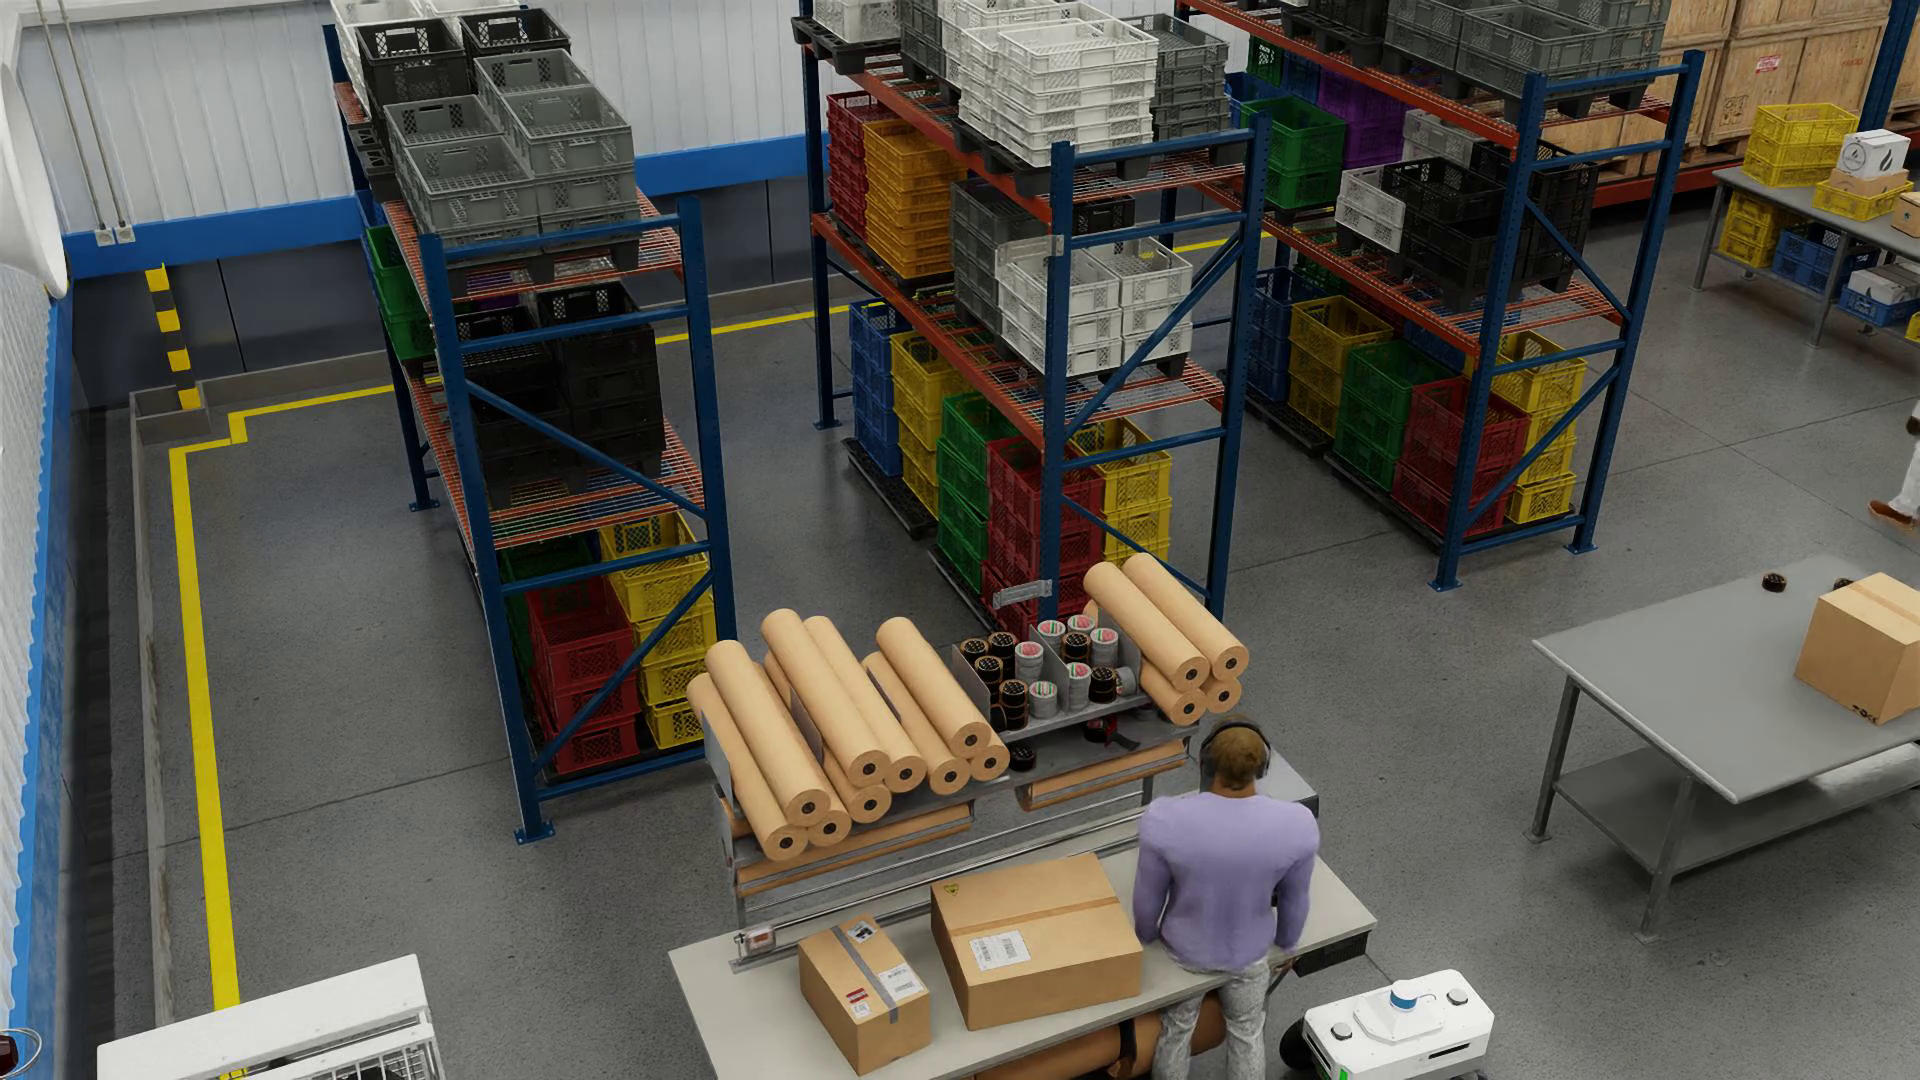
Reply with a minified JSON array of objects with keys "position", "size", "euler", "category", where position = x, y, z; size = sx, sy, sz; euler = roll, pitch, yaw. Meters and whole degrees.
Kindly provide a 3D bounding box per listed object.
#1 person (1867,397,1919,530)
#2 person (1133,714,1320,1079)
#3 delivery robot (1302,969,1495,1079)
[{"position":[5.872,-0.763,9.684],"size":[0.588,1.858,0.842],"euler":[-13,34,-21],"category":"person"},{"position":[0.930,1.448,6.029],"size":[0.627,1.930,0.372],"euler":[1,32,2],"category":"person"},{"position":[1.701,1.919,6.473],"size":[0.707,0.478,0.477],"euler":[-11,33,-17],"category":"delivery robot"}]
